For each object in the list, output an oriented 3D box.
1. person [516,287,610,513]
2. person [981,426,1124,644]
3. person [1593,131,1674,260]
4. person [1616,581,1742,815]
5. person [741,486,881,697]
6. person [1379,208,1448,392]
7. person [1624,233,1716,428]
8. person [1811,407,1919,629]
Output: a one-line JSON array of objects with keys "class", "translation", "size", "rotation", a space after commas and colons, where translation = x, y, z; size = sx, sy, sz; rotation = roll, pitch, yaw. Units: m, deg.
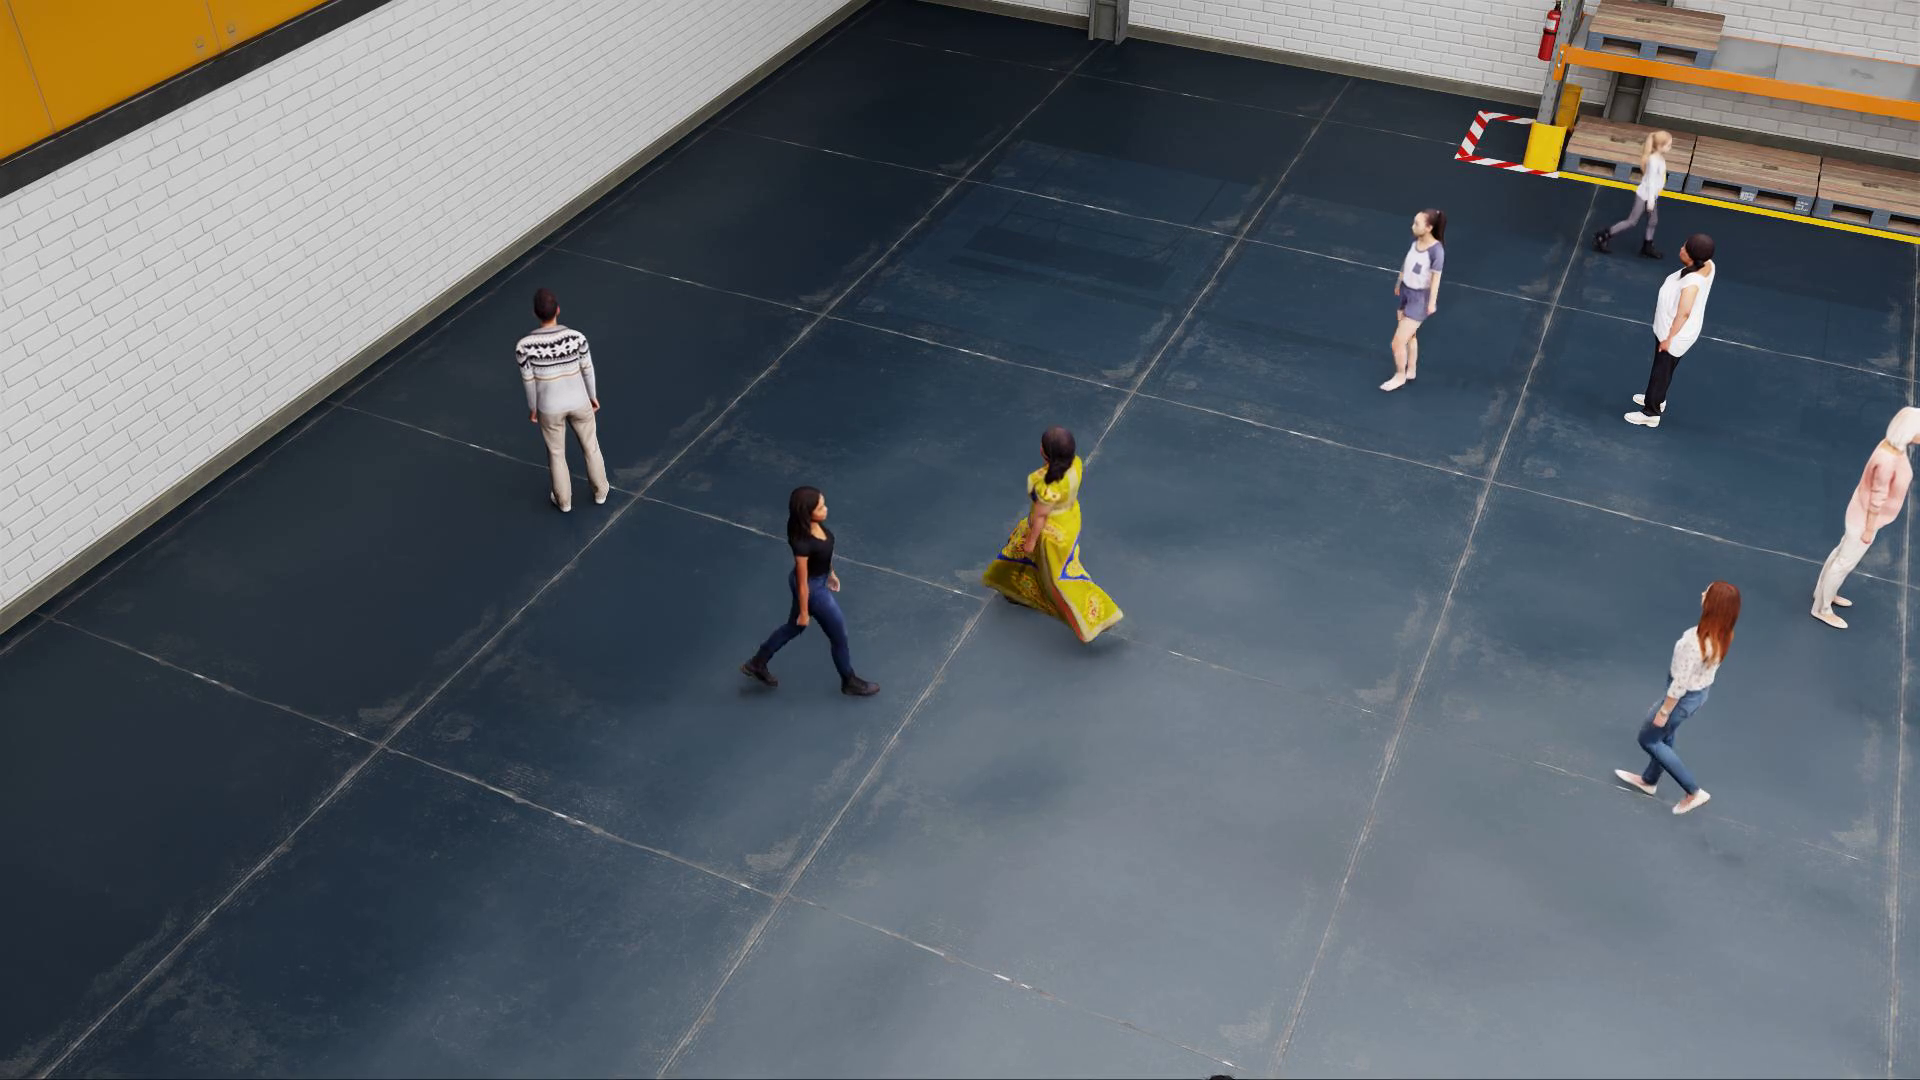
[{"class": "person", "translation": [-2.947, -1.025, 12.347], "size": [0.756, 1.862, 0.813], "rotation": [-13, 40, -16]}, {"class": "person", "translation": [0.724, -0.023, 11.284], "size": [1.302, 1.623, 0.784], "rotation": [14, 41, 16]}, {"class": "person", "translation": [6.366, -3.231, 15.587], "size": [0.908, 1.265, 0.560], "rotation": [22, 44, 25]}, {"class": "person", "translation": [4.397, 0.980, 9.951], "size": [0.750, 1.718, 0.903], "rotation": [-32, 48, -33]}, {"class": "person", "translation": [-1.049, 0.352, 10.751], "size": [1.206, 1.701, 0.925], "rotation": [-2, 39, -3]}, {"class": "person", "translation": [3.836, -1.986, 13.730], "size": [0.795, 1.636, 0.746], "rotation": [-8, 39, -10]}, {"class": "person", "translation": [5.721, -1.703, 13.334], "size": [0.641, 1.688, 0.681], "rotation": [22, 44, 25]}, {"class": "person", "translation": [6.225, -0.188, 11.408], "size": [0.553, 1.724, 0.622], "rotation": [21, 43, 24]}]
